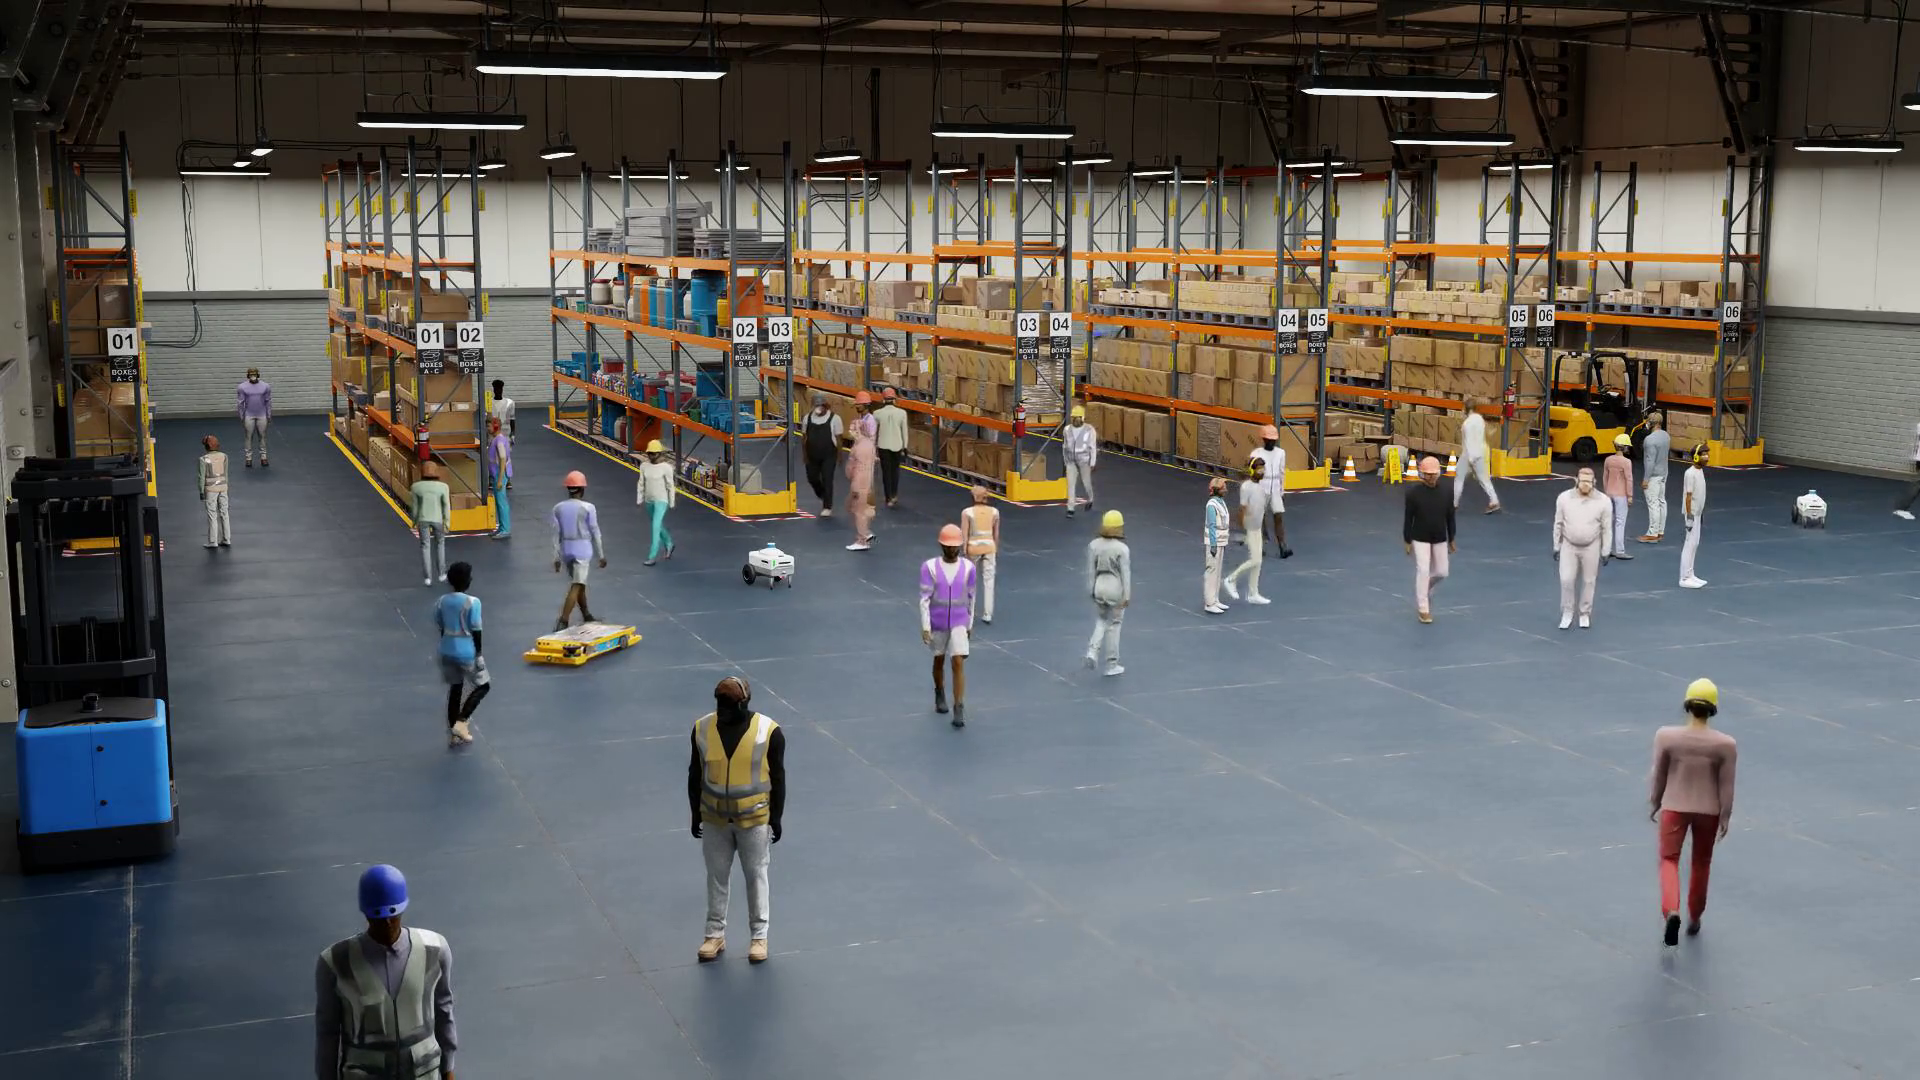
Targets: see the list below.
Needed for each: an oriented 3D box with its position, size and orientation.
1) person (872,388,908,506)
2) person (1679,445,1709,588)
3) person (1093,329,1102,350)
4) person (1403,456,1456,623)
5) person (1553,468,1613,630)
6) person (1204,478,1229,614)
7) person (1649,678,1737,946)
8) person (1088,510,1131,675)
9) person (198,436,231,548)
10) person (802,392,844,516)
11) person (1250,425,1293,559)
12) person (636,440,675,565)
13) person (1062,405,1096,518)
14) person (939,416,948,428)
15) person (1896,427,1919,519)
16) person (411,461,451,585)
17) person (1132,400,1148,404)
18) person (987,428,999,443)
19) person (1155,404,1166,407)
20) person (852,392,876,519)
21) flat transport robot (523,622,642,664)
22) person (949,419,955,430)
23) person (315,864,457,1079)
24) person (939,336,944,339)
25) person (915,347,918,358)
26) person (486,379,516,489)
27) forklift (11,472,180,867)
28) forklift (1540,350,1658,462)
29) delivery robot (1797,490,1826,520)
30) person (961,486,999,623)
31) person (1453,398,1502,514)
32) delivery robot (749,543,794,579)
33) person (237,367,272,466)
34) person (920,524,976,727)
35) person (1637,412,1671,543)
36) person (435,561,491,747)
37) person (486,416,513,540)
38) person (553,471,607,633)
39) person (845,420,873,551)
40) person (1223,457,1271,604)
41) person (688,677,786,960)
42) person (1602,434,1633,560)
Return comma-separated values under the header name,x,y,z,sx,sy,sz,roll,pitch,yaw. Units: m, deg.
name,x,y,z,sx,sy,sz,roll,pitch,yaw
person,-1.219,-1.590,35.355,0.640,1.958,0.919,-2,9,-11
person,9.572,-0.320,27.253,0.326,1.864,0.514,6,10,34
person,3.979,-4.862,57.541,1.035,1.875,0.616,-4,10,-27
person,5.563,-0.026,24.895,0.633,1.973,0.571,-1,9,-7
person,7.216,0.109,24.308,0.673,1.877,0.732,3,9,21
person,3.115,0.058,25.450,0.306,1.640,0.522,3,9,19
person,4.777,1.769,13.669,0.524,1.744,0.723,2,9,16
person,1.574,0.546,21.866,0.500,1.732,0.380,7,11,39
person,-10.894,-0.708,30.600,0.314,1.629,0.508,5,10,32
person,-2.229,-1.401,33.987,0.698,2.000,0.656,2,9,13
person,4.361,-0.668,29.464,0.581,1.886,0.980,-2,9,-15
person,-4.212,-0.557,29.256,0.521,1.731,0.857,4,10,26
person,1.947,-1.297,33.946,0.595,1.807,0.836,3,9,22
person,-0.392,-2.999,45.326,0.631,1.802,0.940,-2,9,-14
person,15.512,-1.255,33.493,1.025,1.878,0.602,0,9,1
person,-6.949,-0.236,27.518,0.515,1.626,0.454,-1,9,-8
person,4.036,-3.339,47.399,0.637,1.862,1.011,-5,10,-30
person,0.720,-2.696,43.043,0.612,1.869,0.453,-4,9,-25
person,4.581,-3.309,47.918,0.507,1.632,0.273,-4,9,-23
person,-1.546,-1.360,33.570,0.381,2.040,0.615,-3,9,-17
flat transport robot,-4.140,1.122,23.039,0.652,0.197,1.431,3,9,21
person,-0.313,-3.295,47.918,0.522,1.602,0.726,-2,9,-15
person,-2.493,2.350,9.147,0.615,1.945,0.404,-5,10,-29
person,-0.445,-3.949,50.887,0.645,2.024,0.706,-1,9,-9
person,-0.963,-4.021,52.140,0.798,1.797,0.603,-7,11,-38
person,-8.234,-1.894,37.383,0.605,1.966,0.367,-3,9,-18
forklift,-6.630,0.886,15.957,1.129,2.768,1.873,-3,9,-21
forklift,12.897,-2.725,42.309,2.313,2.155,1.214,-3,9,-21
delivery robot,13.375,-0.542,32.883,0.477,0.478,0.707,2,9,13
person,0.221,0.153,24.950,0.508,1.585,0.814,-3,9,-16
person,8.395,-1.370,34.167,1.019,1.898,0.630,8,11,42
delivery robot,-2.465,0.283,27.385,0.477,0.478,0.707,-6,10,-34
person,-13.788,-2.417,40.963,0.635,1.937,0.353,-4,9,-24
person,-0.114,0.776,19.872,0.545,1.892,1.011,-1,9,-5
person,10.299,-0.933,31.063,0.379,1.940,0.629,8,12,42
person,-4.476,1.025,18.834,0.549,1.681,0.361,5,10,32
person,-6.904,-0.938,31.425,0.373,1.839,0.571,-3,9,-19
person,-4.410,0.160,23.976,0.552,1.895,0.994,5,10,28
person,-1.482,-0.793,30.260,0.432,1.894,0.670,0,9,2
person,3.612,-0.127,26.028,0.475,1.849,0.540,6,10,33
person,-1.431,1.771,13.372,0.627,1.839,0.429,1,9,9
person,9.296,-0.615,29.541,0.328,1.761,0.523,-4,9,-25
